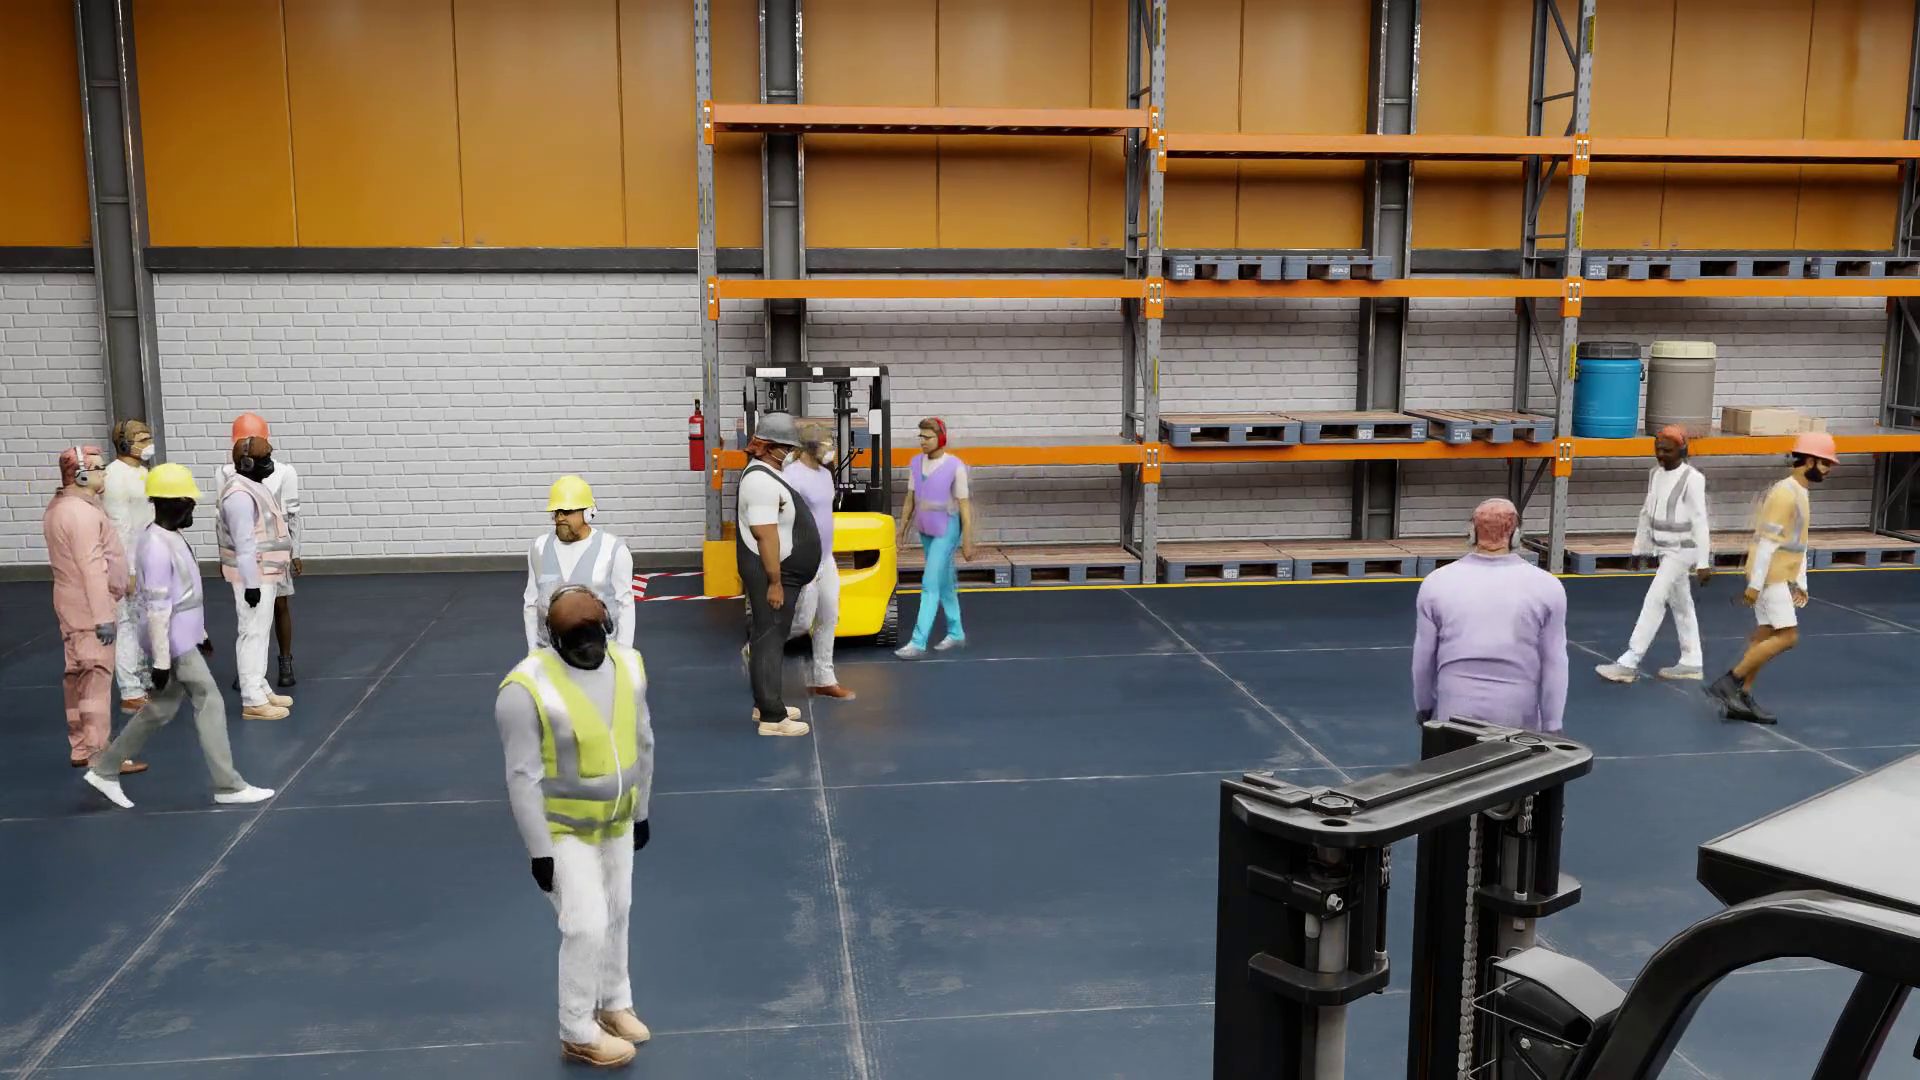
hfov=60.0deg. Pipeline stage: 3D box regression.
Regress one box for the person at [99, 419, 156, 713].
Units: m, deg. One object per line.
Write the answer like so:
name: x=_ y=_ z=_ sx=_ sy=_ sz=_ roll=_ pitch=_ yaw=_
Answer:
person: x=-5.450 y=0.166 z=11.004 sx=0.375 sy=1.940 sz=0.627 roll=-2 pitch=9 yaw=-10

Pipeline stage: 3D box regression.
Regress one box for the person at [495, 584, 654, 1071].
person: x=-1.351 y=1.038 z=6.016 sx=0.492 sy=1.810 sz=0.632 roll=6 pitch=11 yaw=34

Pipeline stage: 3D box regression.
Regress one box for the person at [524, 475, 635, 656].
person: x=-2.034 y=0.564 z=8.848 sx=0.602 sy=1.830 sz=0.404 roll=1 pitch=9 yaw=8

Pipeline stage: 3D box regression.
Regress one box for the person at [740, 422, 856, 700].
person: x=-1.098 y=0.146 z=11.266 sx=0.737 sy=1.908 sz=0.642 roll=4 pitch=10 yaw=24

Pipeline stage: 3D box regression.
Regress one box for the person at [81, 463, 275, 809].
person: x=-4.263 y=0.524 z=8.895 sx=0.910 sy=1.898 sz=0.581 roll=-4 pitch=10 yaw=-24

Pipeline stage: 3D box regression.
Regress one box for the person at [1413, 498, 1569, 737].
person: x=2.414 y=0.739 z=7.578 sx=0.681 sy=1.881 sz=0.751 roll=4 pitch=10 yaw=23

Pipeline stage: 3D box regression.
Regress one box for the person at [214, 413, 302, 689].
person: x=-4.866 y=0.080 z=11.552 sx=0.550 sy=1.933 sz=0.375 roll=-2 pitch=9 yaw=-14

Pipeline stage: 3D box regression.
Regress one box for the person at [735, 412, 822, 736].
person: x=-1.141 y=0.195 z=10.502 sx=0.536 sy=2.000 sz=0.677 roll=-2 pitch=9 yaw=-11

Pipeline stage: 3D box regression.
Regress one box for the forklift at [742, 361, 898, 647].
forklift: x=-1.154 y=-0.340 z=13.365 sx=1.214 sy=2.155 sz=2.313 roll=-1 pitch=9 yaw=-7

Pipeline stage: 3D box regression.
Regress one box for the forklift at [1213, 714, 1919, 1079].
forklift: x=1.441 y=1.425 z=2.350 sx=1.214 sy=2.155 sz=2.313 roll=-7 pitch=12 yaw=-39

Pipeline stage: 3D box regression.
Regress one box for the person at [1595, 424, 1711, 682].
person: x=4.889 y=0.104 z=11.682 sx=0.921 sy=1.835 sz=0.644 roll=0 pitch=9 yaw=0

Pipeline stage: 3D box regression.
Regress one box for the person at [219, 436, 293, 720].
person: x=-4.575 y=0.239 z=10.848 sx=0.429 sy=1.841 sz=0.634 roll=-3 pitch=9 yaw=-16

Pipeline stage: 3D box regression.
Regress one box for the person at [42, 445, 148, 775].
person: x=-5.006 y=0.404 z=9.612 sx=0.404 sy=1.911 sz=0.636 roll=-8 pitch=12 yaw=-41

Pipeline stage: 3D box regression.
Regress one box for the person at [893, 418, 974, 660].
person: x=-0.259 y=-0.009 z=12.503 sx=0.892 sy=1.808 sz=0.575 roll=-7 pitch=11 yaw=-37

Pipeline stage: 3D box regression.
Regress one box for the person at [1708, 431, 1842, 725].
person: x=5.260 y=0.245 z=10.648 sx=0.585 sy=1.887 sz=0.599 roll=5 pitch=10 yaw=27
